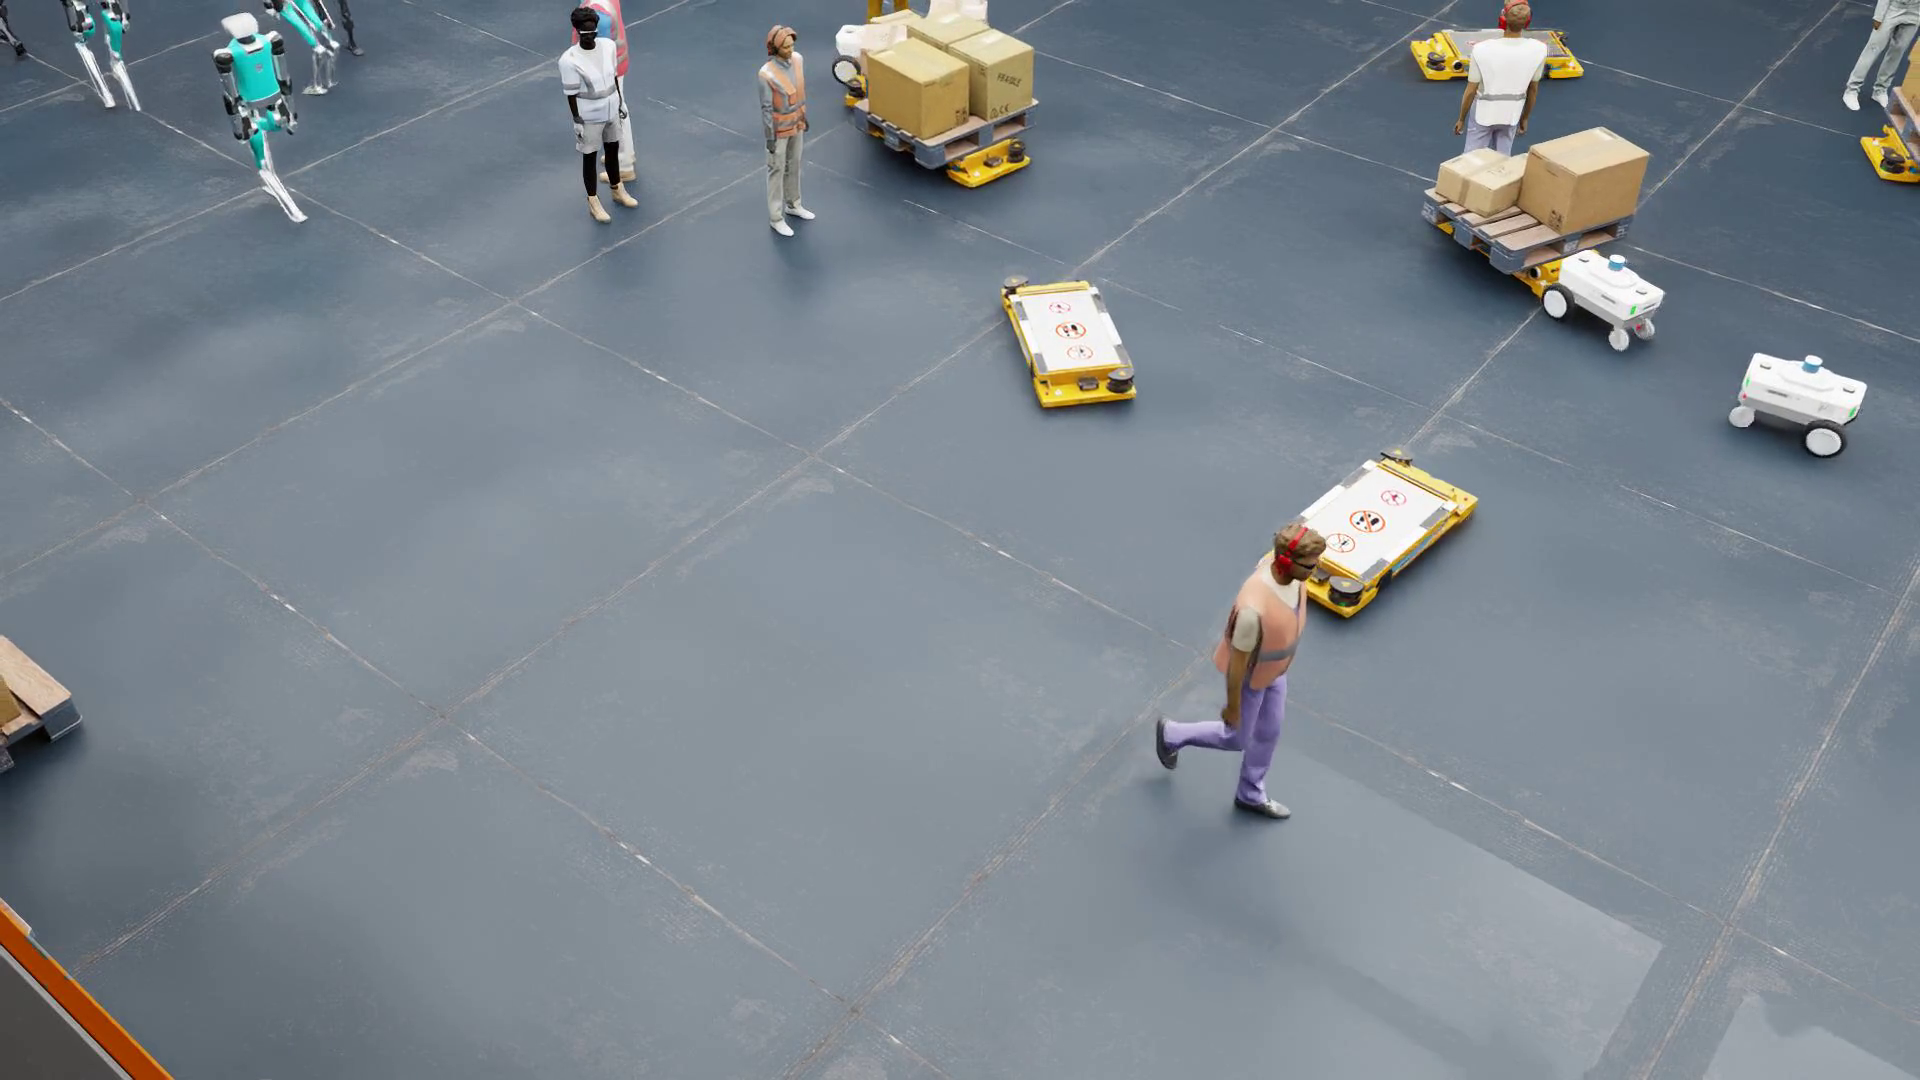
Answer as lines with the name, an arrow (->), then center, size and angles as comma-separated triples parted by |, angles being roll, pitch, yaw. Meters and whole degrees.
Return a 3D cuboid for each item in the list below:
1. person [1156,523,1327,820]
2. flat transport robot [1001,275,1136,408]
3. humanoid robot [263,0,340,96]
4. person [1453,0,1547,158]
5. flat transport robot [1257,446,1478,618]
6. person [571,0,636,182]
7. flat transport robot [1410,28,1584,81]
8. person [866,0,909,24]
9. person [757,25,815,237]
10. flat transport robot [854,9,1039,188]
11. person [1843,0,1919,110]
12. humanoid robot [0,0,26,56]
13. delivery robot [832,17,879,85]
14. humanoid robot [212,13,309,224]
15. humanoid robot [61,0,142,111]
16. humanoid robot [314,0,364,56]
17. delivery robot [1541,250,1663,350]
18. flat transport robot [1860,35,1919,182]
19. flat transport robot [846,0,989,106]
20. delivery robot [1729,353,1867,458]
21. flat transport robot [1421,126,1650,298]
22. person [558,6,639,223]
person -> 1.393, 0.606, 8.178 | 0.713, 1.807, 0.599 | 23, 46, 25
flat transport robot -> 0.752, -1.435, 11.766 | 0.659, 0.231, 1.431 | -7, 41, -8
humanoid robot -> -5.737, -4.721, 14.492 | 0.682, 1.781, 0.543 | 19, 44, 21
person -> 4.056, -3.196, 12.617 | 0.566, 1.849, 0.387 | -1, 40, -1
flat transport robot -> 2.510, -0.073, 10.164 | 0.659, 0.231, 1.431 | 32, 50, 32
person -> -2.859, -3.771, 13.312 | 0.431, 1.837, 0.630 | -5, 41, -6
flat transport robot -> 4.954, -4.479, 15.347 | 1.431, 0.231, 0.659 | -1, 40, -1
person -> -0.634, -5.273, 15.136 | 0.521, 1.750, 0.346 | -10, 41, -12
person -> -1.332, -3.142, 12.713 | 0.311, 1.639, 0.517 | 21, 45, 23
flat transport robot -> -0.125, -3.405, 14.083 | 0.659, 0.231, 1.431 | -29, 48, -30
person -> 8.080, -4.527, 14.275 | 0.481, 1.734, 0.340 | -6, 41, -7
humanoid robot -> -8.973, -5.288, 15.242 | 0.696, 1.642, 0.612 | 27, 47, 28
delivery robot -> -0.772, -4.430, 15.077 | 0.794, 0.606, 0.499 | 9, 41, 11
humanoid robot -> -5.425, -3.264, 12.792 | 1.048, 1.715, 0.538 | 32, 50, 32
humanoid robot -> -7.434, -4.505, 14.269 | 0.572, 1.793, 0.817 | -33, 50, -33
humanoid robot -> -5.799, -5.196, 15.109 | 0.595, 1.648, 0.373 | -23, 46, -25
delivery robot -> 4.625, -1.770, 11.953 | 0.499, 0.612, 0.796 | -23, 45, -24
flat transport robot -> 8.330, -3.172, 13.809 | 1.431, 0.231, 0.659 | 6, 41, 6
flat transport robot -> -0.271, -4.084, 14.882 | 1.431, 0.231, 0.659 | 3, 40, 3
delivery robot -> 5.540, -0.941, 10.954 | 0.773, 0.582, 0.499 | 22, 45, 24
flat transport robot -> 4.316, -2.304, 12.788 | 0.659, 0.231, 1.431 | -18, 44, -20
person -> -2.799, -3.301, 12.855 | 0.318, 1.699, 0.535 | 27, 47, 28
